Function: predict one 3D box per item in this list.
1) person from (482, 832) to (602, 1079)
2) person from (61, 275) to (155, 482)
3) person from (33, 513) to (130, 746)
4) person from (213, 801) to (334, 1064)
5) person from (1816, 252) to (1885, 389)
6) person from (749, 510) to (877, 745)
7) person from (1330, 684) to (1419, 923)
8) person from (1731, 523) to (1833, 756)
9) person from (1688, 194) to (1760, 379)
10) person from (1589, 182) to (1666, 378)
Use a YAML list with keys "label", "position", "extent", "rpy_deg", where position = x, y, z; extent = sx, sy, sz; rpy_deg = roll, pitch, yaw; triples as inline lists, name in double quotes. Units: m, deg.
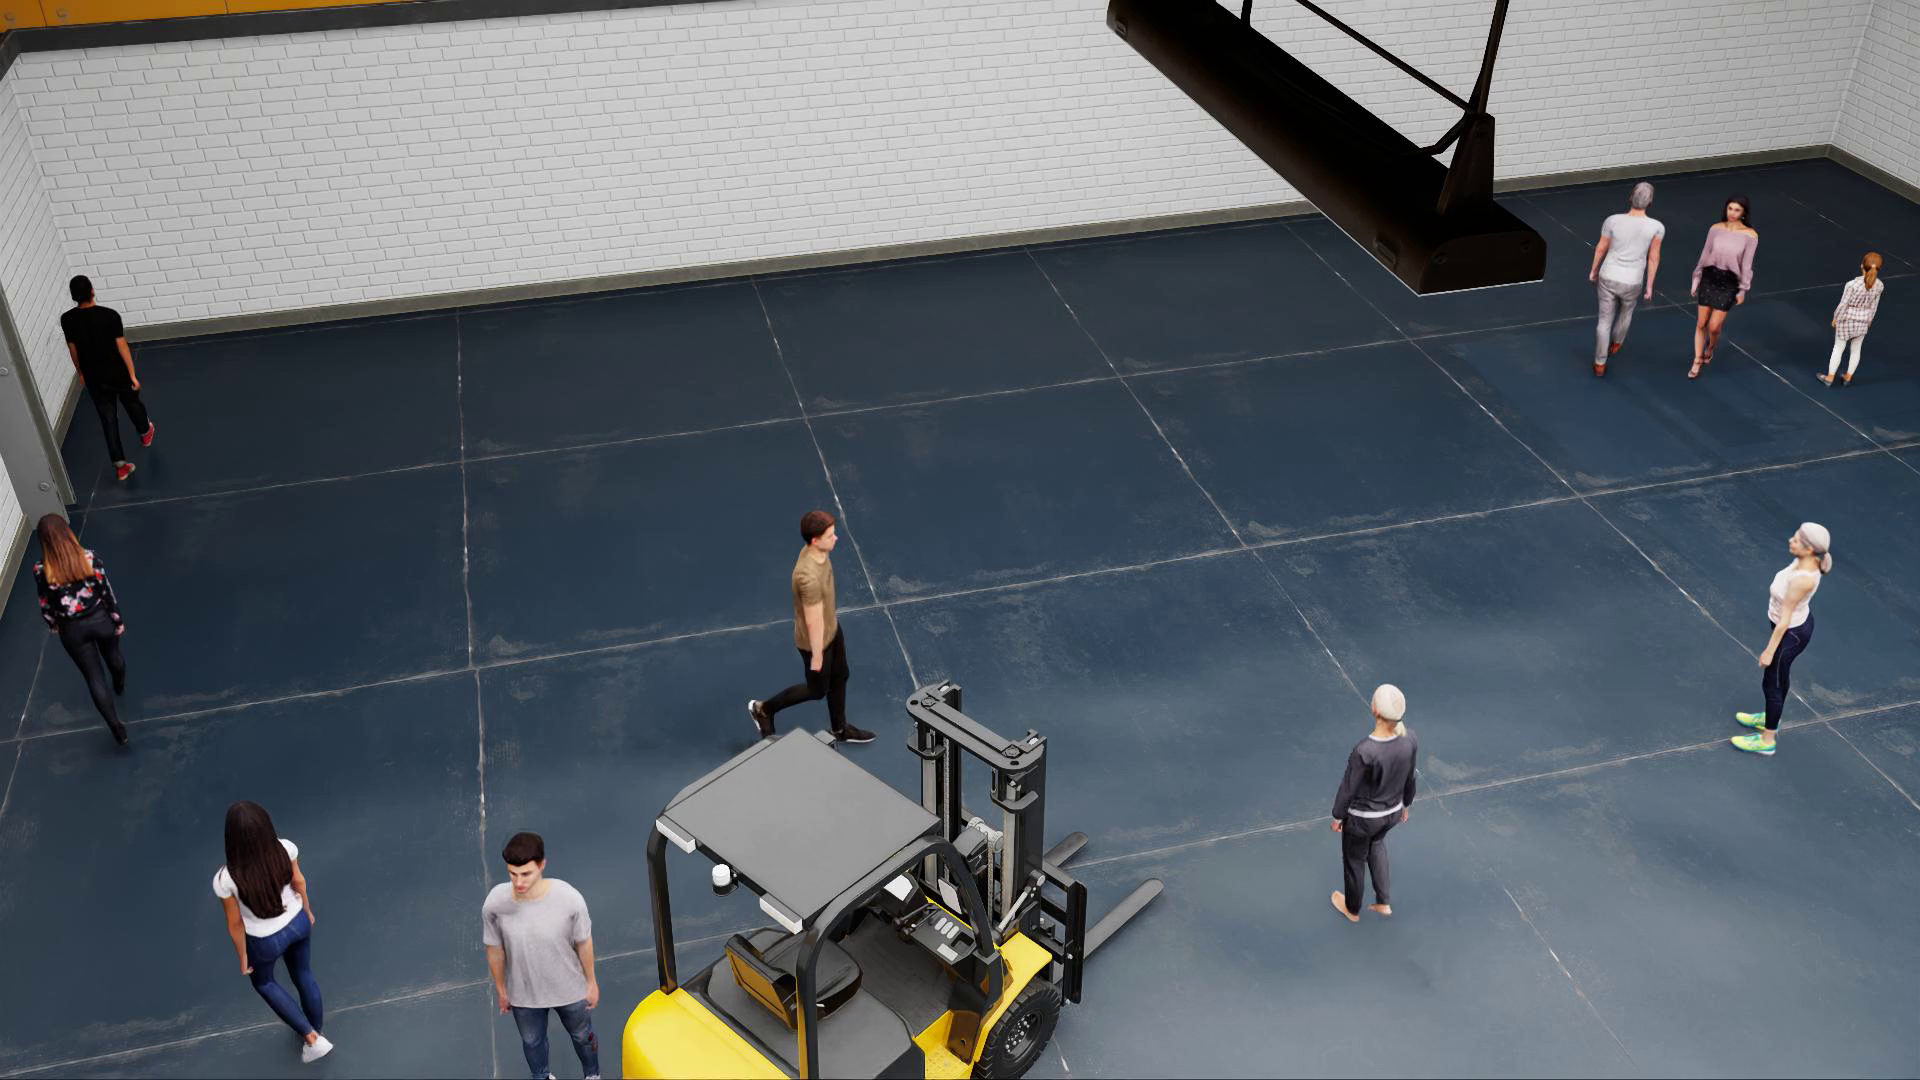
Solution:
- label: "person"
  position: [-2.064, 2.189, 8.333]
  extent: [0.708, 1.886, 0.605]
  rpy_deg: [-3, 34, -5]
- label: "person"
  position: [-7.063, -1.314, 13.756]
  extent: [0.660, 1.716, 1.143]
  rpy_deg: [-7, 34, -10]
- label: "person"
  position: [-5.727, 0.610, 10.932]
  extent: [0.786, 1.638, 1.147]
  rpy_deg: [-17, 37, -24]
- label: "person"
  position: [-3.483, 2.090, 8.591]
  extent: [0.833, 1.764, 0.768]
  rpy_deg: [27, 42, 34]
- label: "person"
  position: [8.157, -2.009, 15.168]
  extent: [0.583, 1.311, 0.572]
  rpy_deg: [0, 34, 0]
- label: "person"
  position: [-1.009, 0.618, 10.748]
  extent: [0.975, 1.828, 1.103]
  rpy_deg: [3, 34, 4]
- label: "person"
  position: [2.387, 1.561, 9.429]
  extent: [0.680, 1.718, 0.683]
  rpy_deg: [-14, 36, -20]
- label: "person"
  position: [5.402, 0.631, 10.847]
  extent: [0.745, 1.698, 0.686]
  rpy_deg: [18, 38, 25]
- label: "person"
  position: [6.957, -2.313, 15.183]
  extent: [0.793, 1.800, 0.863]
  rpy_deg: [26, 42, 34]
- label: "person"
  position: [6.043, -2.334, 15.215]
  extent: [1.049, 1.800, 1.150]
  rpy_deg: [12, 36, 18]
